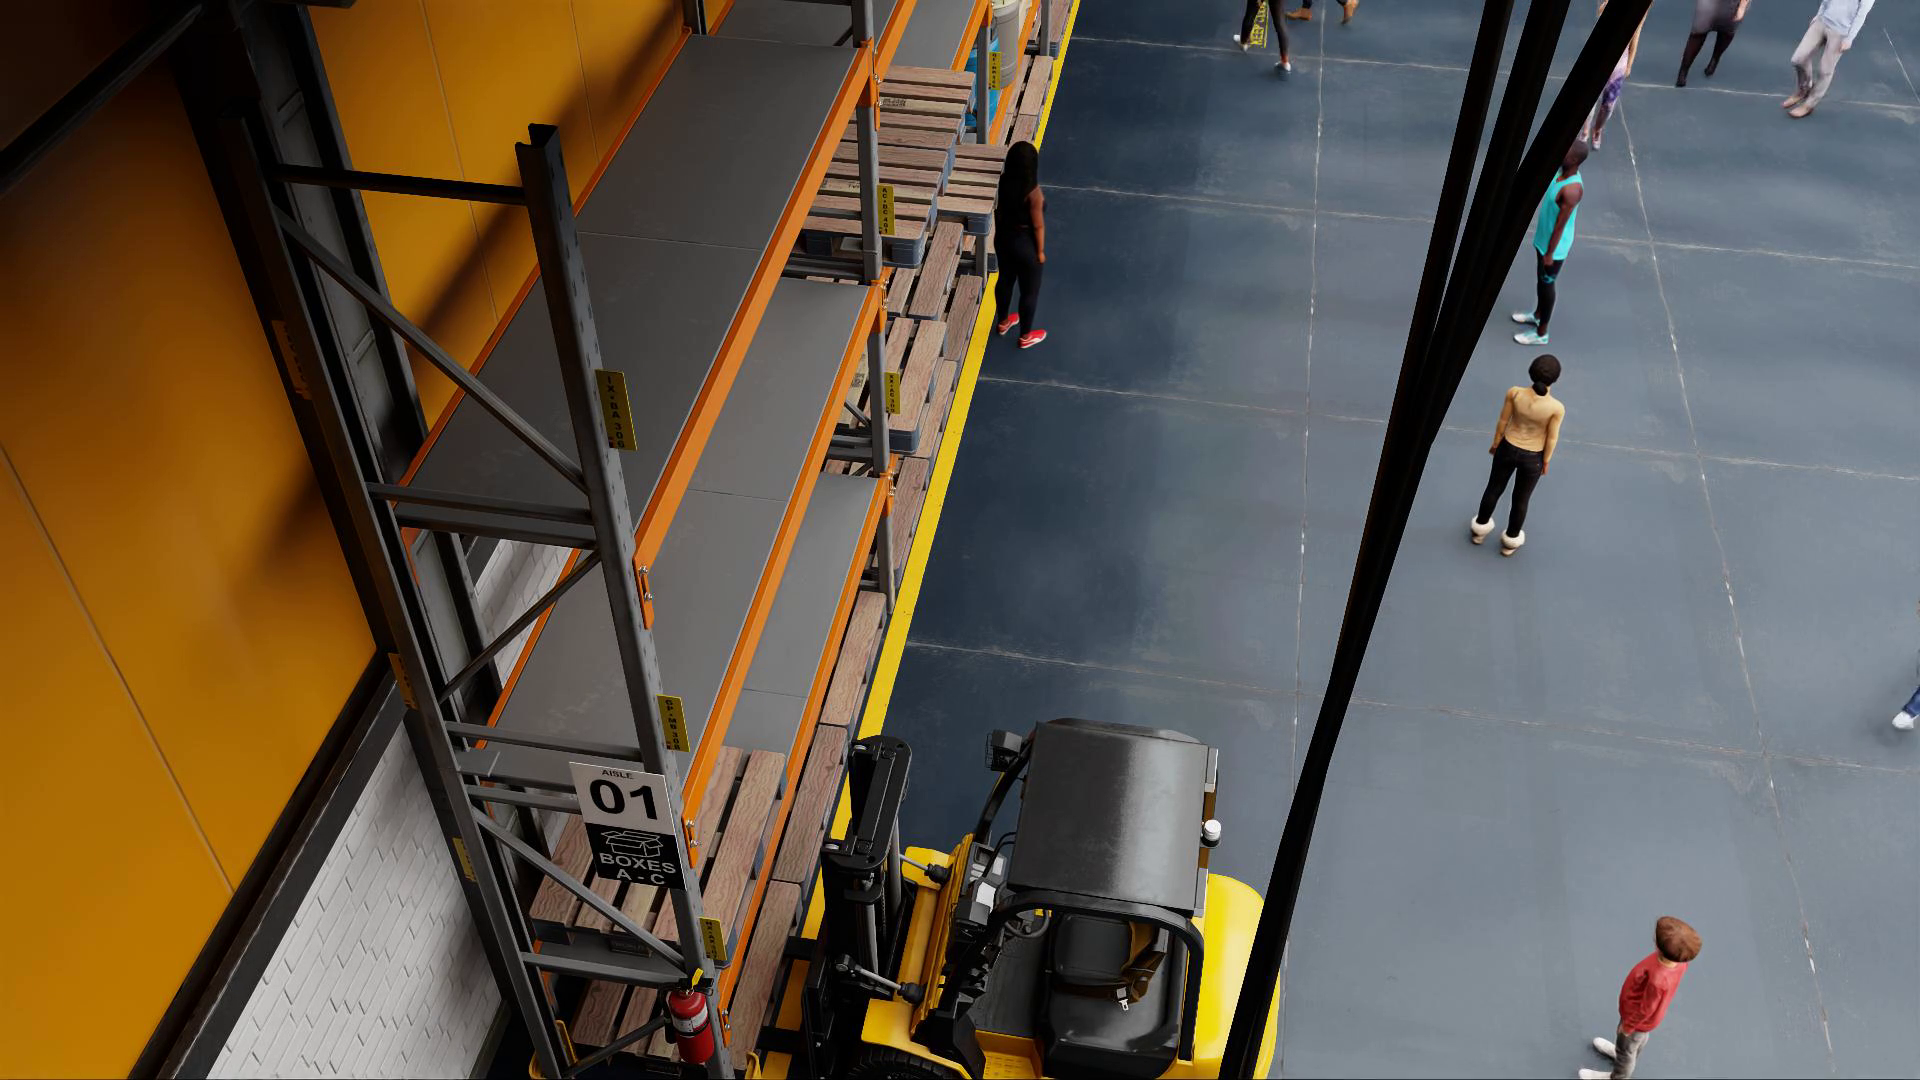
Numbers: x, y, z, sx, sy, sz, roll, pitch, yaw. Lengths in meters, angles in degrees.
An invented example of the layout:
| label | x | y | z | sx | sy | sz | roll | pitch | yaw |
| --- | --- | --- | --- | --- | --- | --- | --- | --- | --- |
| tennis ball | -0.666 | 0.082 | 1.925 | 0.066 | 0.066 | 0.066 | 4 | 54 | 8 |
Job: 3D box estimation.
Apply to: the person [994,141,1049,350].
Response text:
| label | x | y | z | sx | sy | sz | roll | pitch | yaw |
| --- | --- | --- | --- | --- | --- | --- | --- | --- | --- |
| person | 0.476 | -2.385 | 13.399 | 0.771 | 1.815 | 0.800 | 34 | 53 | 30 |

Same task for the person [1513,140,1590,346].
| label | x | y | z | sx | sy | sz | roll | pitch | yaw |
| --- | --- | --- | --- | --- | --- | --- | --- | --- | --- |
| person | 4.805 | -2.400 | 13.422 | 0.659 | 1.805 | 0.465 | 8 | 44 | 8 |

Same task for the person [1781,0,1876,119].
| label | x | y | z | sx | sy | sz | roll | pitch | yaw |
| --- | --- | --- | --- | --- | --- | --- | --- | --- | --- |
| person | 8.507 | -4.941 | 16.043 | 0.893 | 1.868 | 0.815 | -19 | 47 | -19 |

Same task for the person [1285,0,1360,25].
| label | x | y | z | sx | sy | sz | roll | pitch | yaw |
| --- | --- | --- | --- | --- | --- | --- | --- | --- | --- |
| person | 3.901 | -6.248 | 17.529 | 0.722 | 1.711 | 0.899 | 5 | 44 | 5 |

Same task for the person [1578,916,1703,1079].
| label | x | y | z | sx | sy | sz | roll | pitch | yaw |
| --- | --- | --- | --- | --- | --- | --- | --- | --- | --- |
| person | 3.568 | 2.423 | 8.641 | 0.644 | 1.418 | 0.541 | 30 | 51 | 27 |

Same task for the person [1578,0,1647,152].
| label | x | y | z | sx | sy | sz | roll | pitch | yaw |
| --- | --- | --- | --- | --- | --- | --- | --- | --- | --- |
| person | 6.122 | -4.523 | 15.687 | 0.675 | 1.755 | 0.701 | 17 | 46 | 17 |

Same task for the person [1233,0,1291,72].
| label | x | y | z | sx | sy | sz | roll | pitch | yaw |
| --- | --- | --- | --- | --- | --- | --- | --- | --- | --- |
| person | 3.199 | -5.537 | 16.864 | 0.983 | 1.600 | 1.203 | -17 | 46 | -17 |

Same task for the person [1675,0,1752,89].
| label | x | y | z | sx | sy | sz | roll | pitch | yaw |
| --- | --- | --- | --- | --- | --- | --- | --- | --- | --- |
| person | 7.676 | -5.398 | 16.634 | 0.943 | 1.716 | 1.186 | 25 | 49 | 24 |

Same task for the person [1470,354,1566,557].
| label | x | y | z | sx | sy | sz | roll | pitch | yaw |
| --- | --- | --- | --- | --- | --- | --- | --- | --- | --- |
| person | 3.923 | -0.601 | 11.641 | 0.662 | 1.657 | 0.667 | 25 | 49 | 24 |
